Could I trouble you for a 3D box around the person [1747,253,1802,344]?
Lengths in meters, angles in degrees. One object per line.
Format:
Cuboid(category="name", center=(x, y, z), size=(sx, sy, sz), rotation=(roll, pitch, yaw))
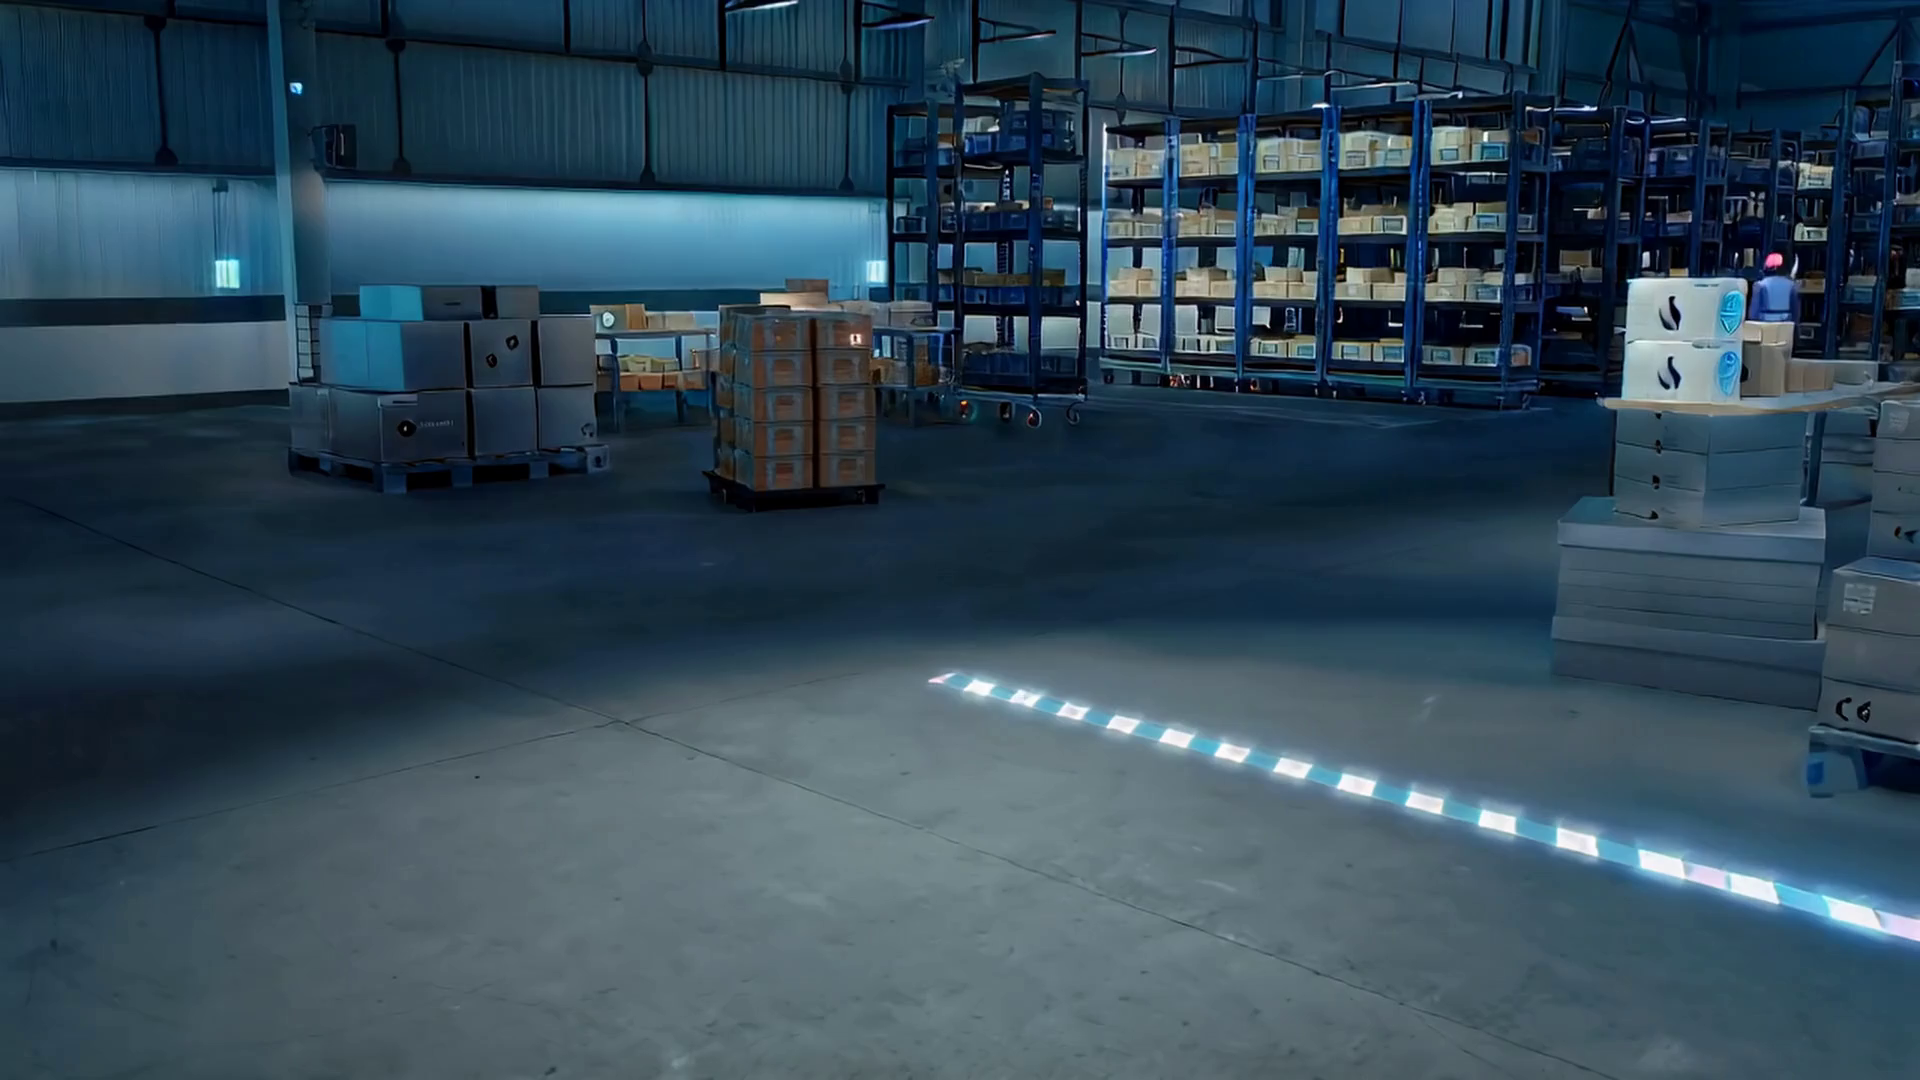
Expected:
Cuboid(category="person", center=(9.923, -2.576, 20.301), size=(0.605, 1.821, 0.414), rotation=(2, 10, 10))
